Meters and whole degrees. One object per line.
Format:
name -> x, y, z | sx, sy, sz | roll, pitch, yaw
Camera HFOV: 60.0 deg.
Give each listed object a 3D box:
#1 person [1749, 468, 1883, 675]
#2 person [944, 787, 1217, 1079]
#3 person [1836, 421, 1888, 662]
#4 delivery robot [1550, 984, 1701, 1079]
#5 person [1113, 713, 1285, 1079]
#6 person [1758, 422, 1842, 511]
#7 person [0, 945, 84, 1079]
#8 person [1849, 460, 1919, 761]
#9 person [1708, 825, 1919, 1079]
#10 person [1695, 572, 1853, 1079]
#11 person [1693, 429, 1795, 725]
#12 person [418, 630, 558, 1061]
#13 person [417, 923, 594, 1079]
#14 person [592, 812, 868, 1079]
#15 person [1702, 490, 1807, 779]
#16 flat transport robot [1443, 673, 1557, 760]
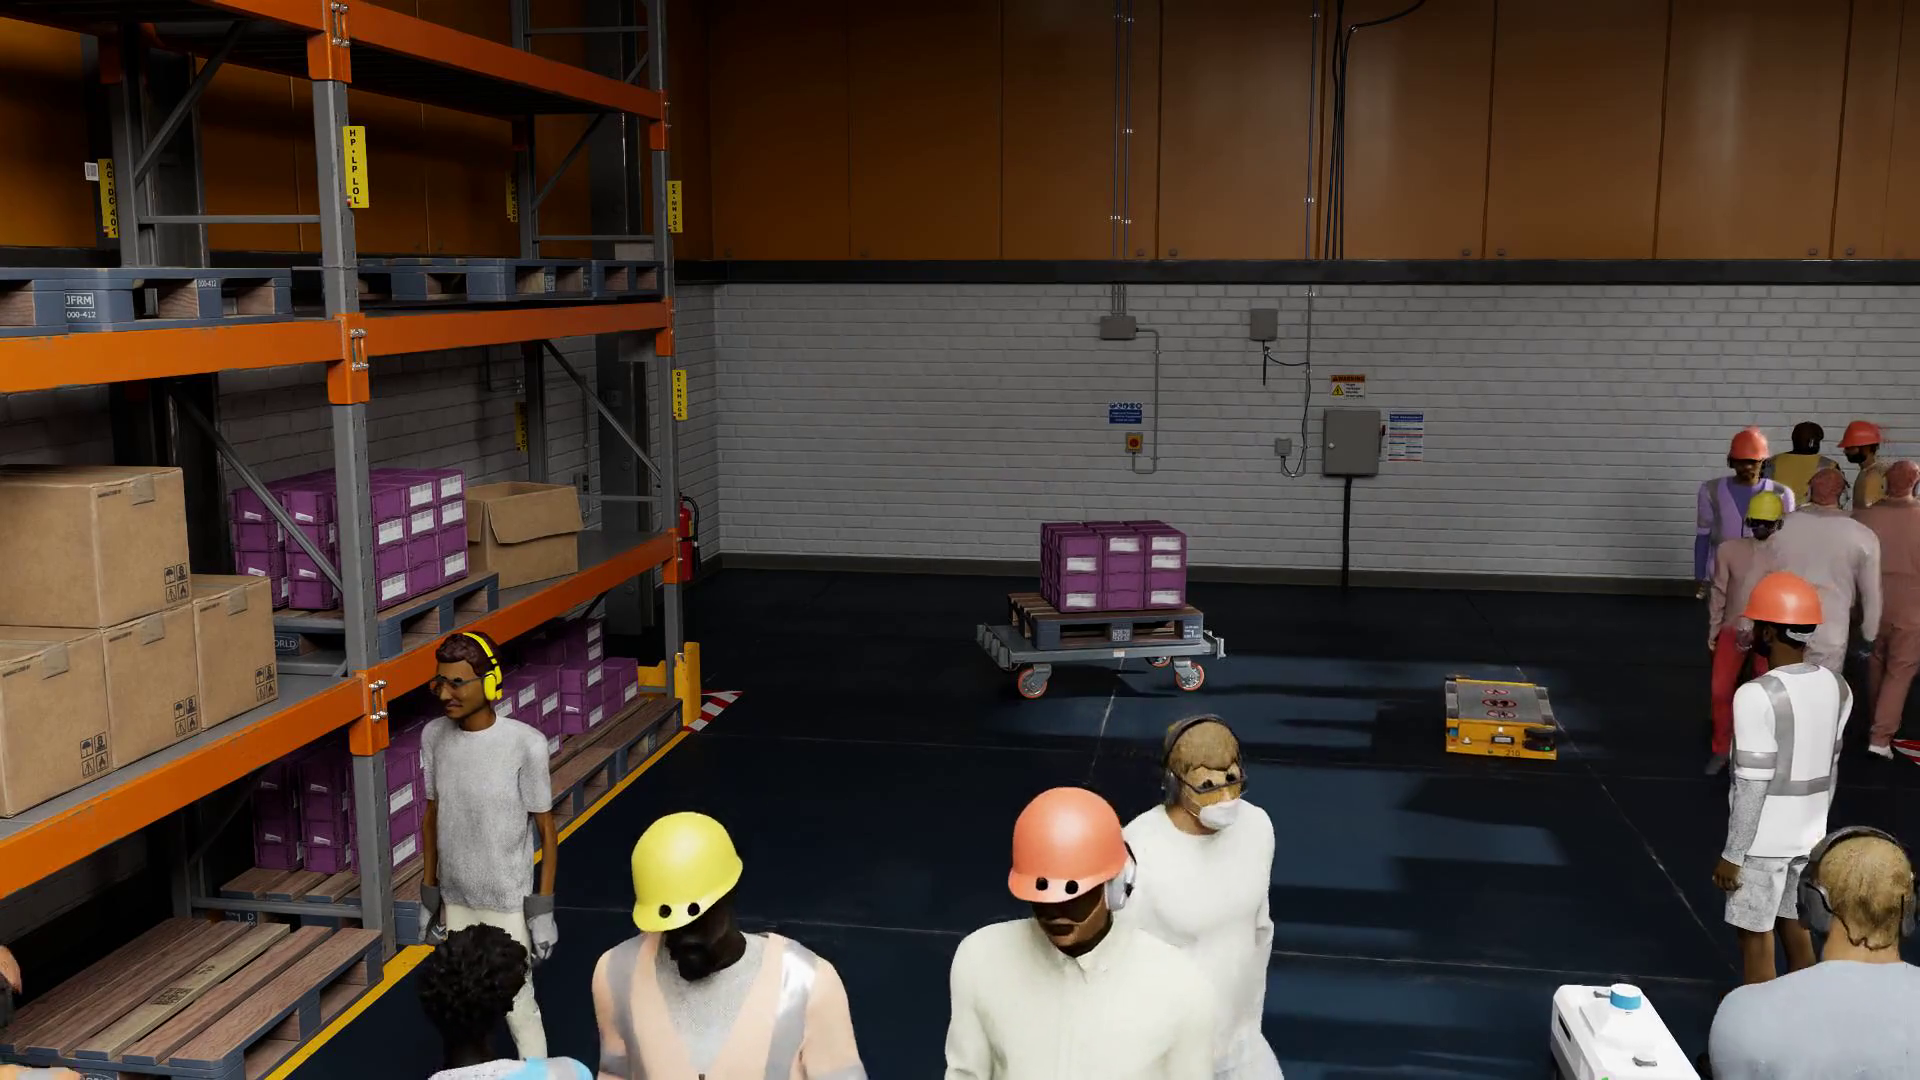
person -> 5.074, 0.506, 9.898 | 0.717, 1.871, 0.821 | 7, 11, 36
person -> 0.275, 1.460, 3.749 | 0.618, 1.967, 0.807 | 3, 10, 18
person -> 6.901, 0.034, 12.754 | 0.917, 1.884, 0.542 | 3, 10, 18
delivery robot -> 2.296, 1.785, 5.770 | 0.477, 0.478, 0.707 | 1, 9, 7
person -> 0.642, 1.380, 4.360 | 0.650, 1.918, 0.531 | -7, 11, -36
person -> 6.704, -0.026, 13.294 | 0.430, 1.837, 0.624 | -8, 12, -42
person -> -2.085, 1.666, 3.534 | 0.513, 1.607, 0.745 | 1, 9, 5
person -> 5.891, 0.430, 10.433 | 0.962, 1.862, 0.650 | -8, 12, -41
person -> 1.849, 1.526, 3.561 | 0.653, 1.885, 0.987 | 0, 9, 2
person -> 2.991, 1.080, 6.154 | 0.551, 1.934, 0.372 | -5, 10, -28
person -> 5.343, 0.214, 11.375 | 0.607, 1.984, 1.081 | 4, 10, 25
person -> -1.581, 1.212, 5.550 | 0.530, 1.869, 0.311 | 3, 10, 19
person -> -1.052, 1.629, 3.577 | 0.570, 1.670, 0.564 | -5, 10, -28
person -> -0.482, 1.507, 3.713 | 0.722, 1.862, 0.972 | 1, 9, 5
person -> 4.680, 0.575, 9.828 | 0.541, 1.746, 0.558 | 7, 12, 37
flat transport robot -> 3.519, 1.141, 10.903 | 0.652, 0.197, 1.431 | 3, 10, 15
